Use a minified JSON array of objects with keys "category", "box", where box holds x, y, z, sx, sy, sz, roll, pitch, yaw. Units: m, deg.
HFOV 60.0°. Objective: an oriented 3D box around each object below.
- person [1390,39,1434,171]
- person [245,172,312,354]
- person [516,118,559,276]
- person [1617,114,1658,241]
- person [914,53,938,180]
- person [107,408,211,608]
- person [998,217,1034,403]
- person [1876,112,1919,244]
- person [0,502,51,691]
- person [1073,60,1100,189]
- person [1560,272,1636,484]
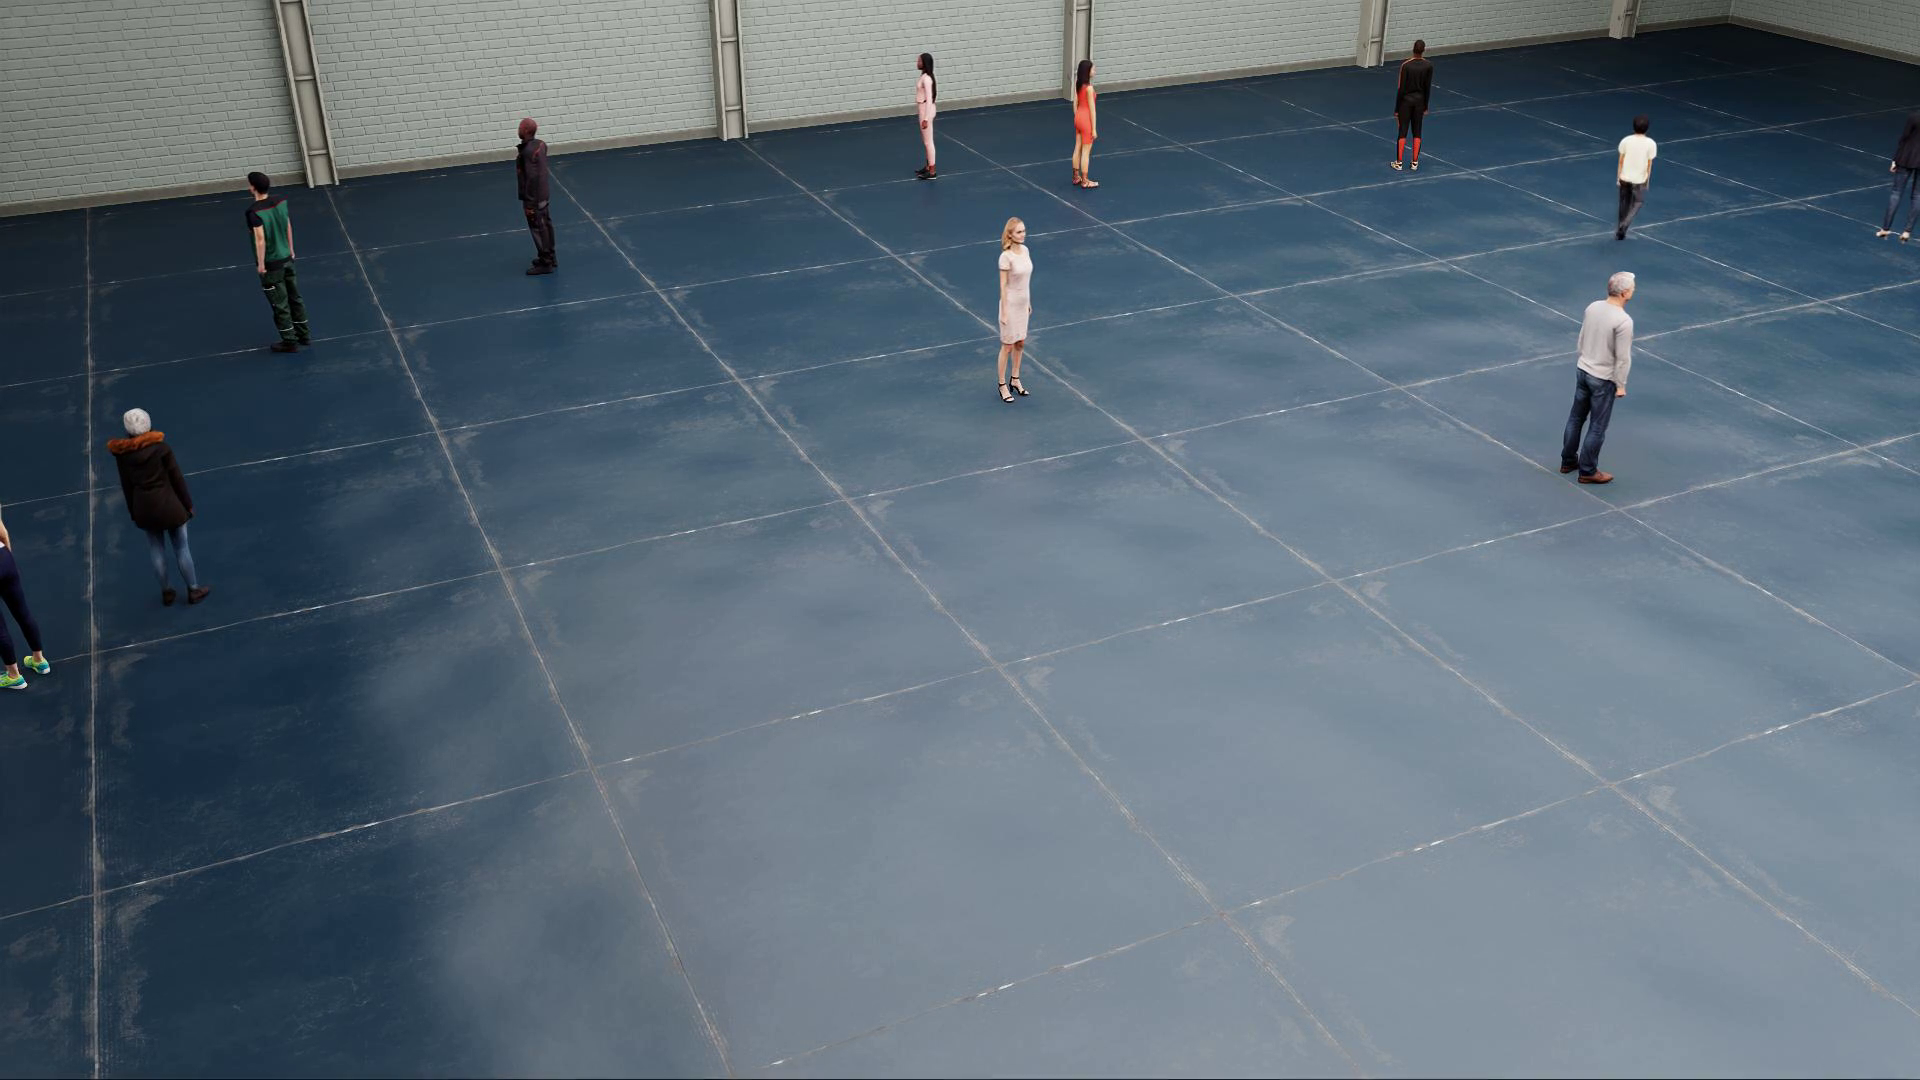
[{"category":"person","box":[6.407,-6.175,23.580,0.607,1.808,0.763,-1,28,-2]},{"category":"person","box":[-7.140,-2.908,17.349,0.805,1.899,0.757,8,29,15]},{"category":"person","box":[-4.984,-4.065,19.599,0.768,1.825,0.787,0,28,1]},{"category":"person","box":[8.315,-4.437,20.565,0.796,1.574,0.902,19,33,31]},{"category":"person","box":[-0.463,-5.915,23.185,0.646,1.720,0.679,-2,28,-5]},{"category":"person","box":[-6.091,-0.252,12.642,0.649,1.634,0.766,-4,28,-7]},{"category":"person","box":[0.523,-2.252,16.190,0.701,1.830,0.563,23,36,36]},{"category":"person","box":[10.760,-4.256,18.790,0.820,1.779,0.788,10,30,18]},{"category":"person","box":[-6.773,0.247,11.634,0.741,1.702,0.669,12,30,21]},{"category":"person","box":[1.707,-5.706,22.794,0.522,1.719,0.606,-15,31,-25]},{"category":"person","box":[5.600,-1.433,14.568,0.643,1.909,0.757,-9,29,-17]}]
